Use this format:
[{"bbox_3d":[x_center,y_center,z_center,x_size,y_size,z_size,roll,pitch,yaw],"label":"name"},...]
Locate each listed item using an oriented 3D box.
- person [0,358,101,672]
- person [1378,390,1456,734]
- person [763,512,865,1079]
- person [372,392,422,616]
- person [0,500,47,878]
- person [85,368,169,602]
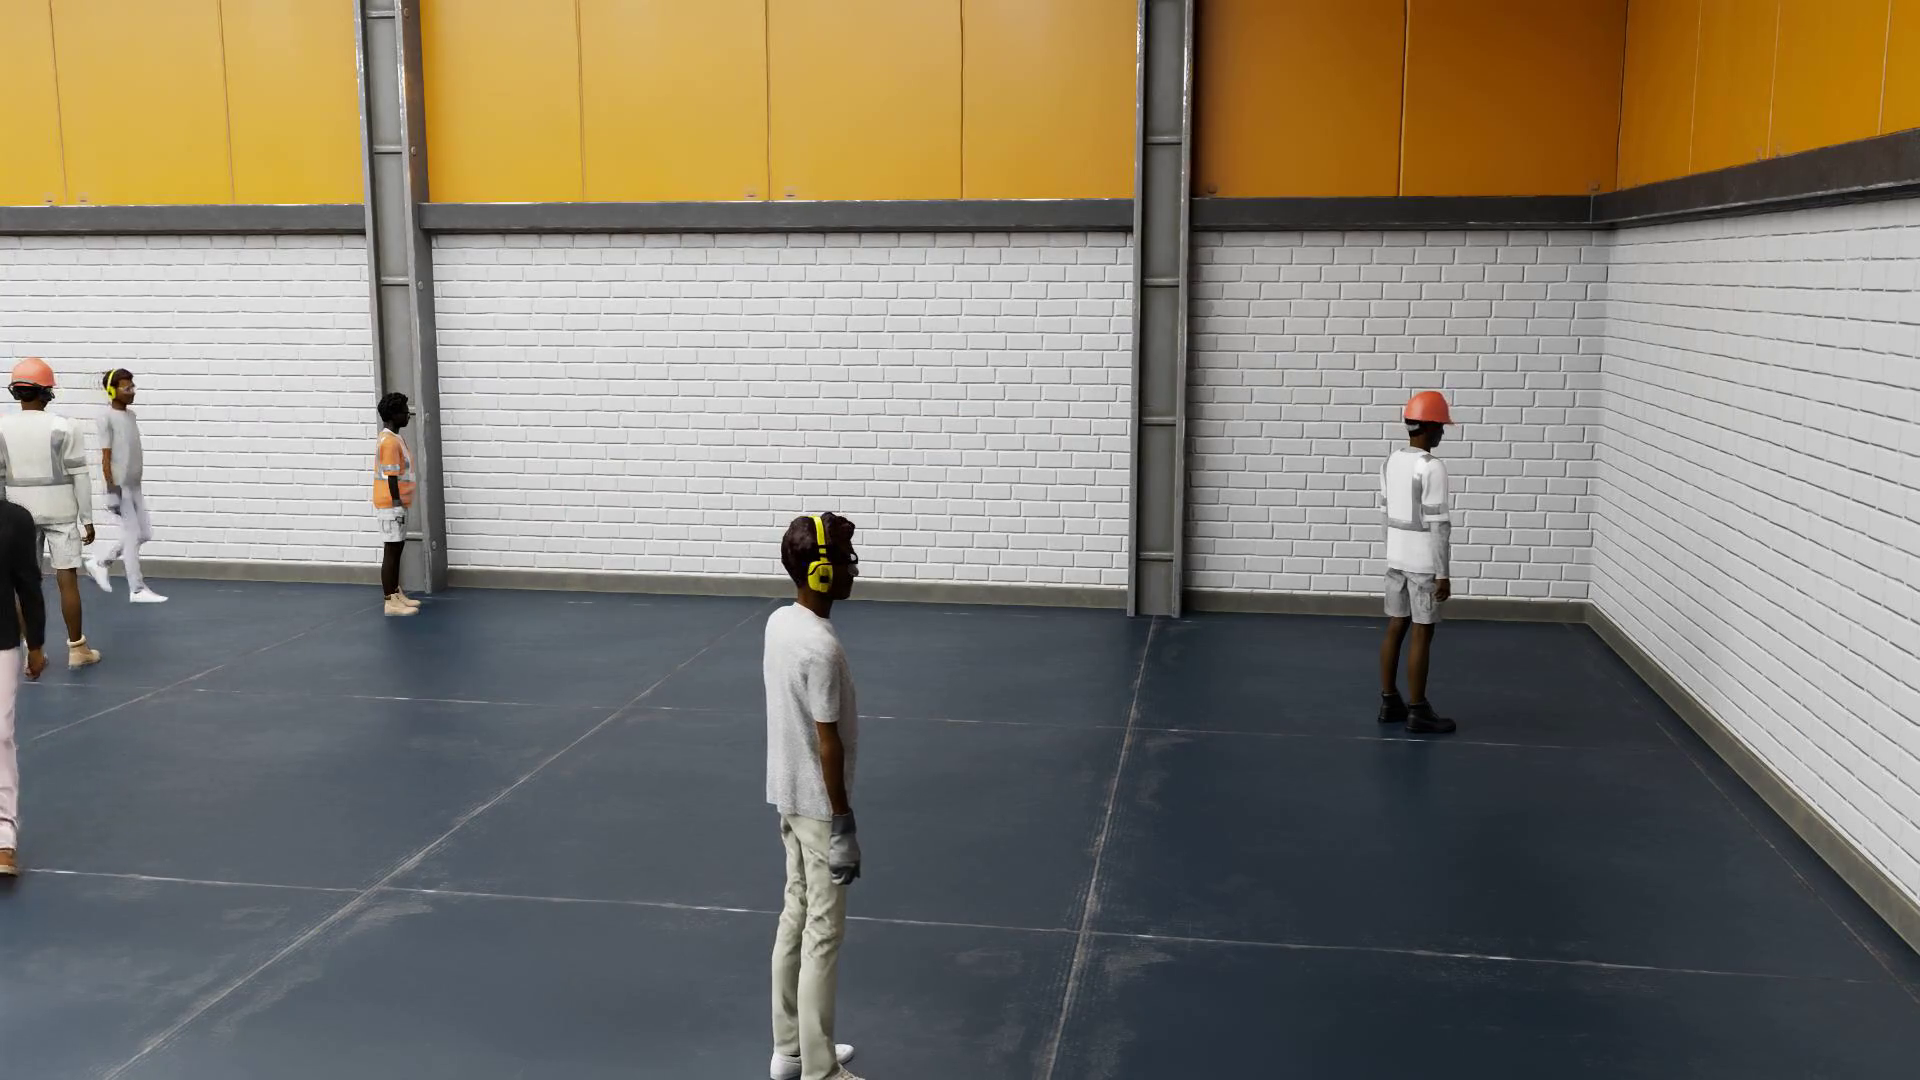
[{"bbox_3d":[-5.955,-0.158,10.816,0.607,2.044,0.375,-2,9,-12],"label":"person"},{"bbox_3d":[2.598,0.123,9.412,0.358,1.937,0.544,-4,10,-21],"label":"person"},{"bbox_3d":[-0.435,0.843,5.206,0.322,1.861,0.531,-4,10,-25],"label":"person"},{"bbox_3d":[-4.279,-0.272,12.606,0.320,1.694,0.532,-2,9,-14],"label":"person"},{"bbox_3d":[-4.266,0.487,7.074,0.639,1.947,0.975,-4,10,-22],"label":"person"},{"bbox_3d":[-6.583,-0.416,12.999,0.602,1.855,0.516,1,9,3],"label":"person"}]
